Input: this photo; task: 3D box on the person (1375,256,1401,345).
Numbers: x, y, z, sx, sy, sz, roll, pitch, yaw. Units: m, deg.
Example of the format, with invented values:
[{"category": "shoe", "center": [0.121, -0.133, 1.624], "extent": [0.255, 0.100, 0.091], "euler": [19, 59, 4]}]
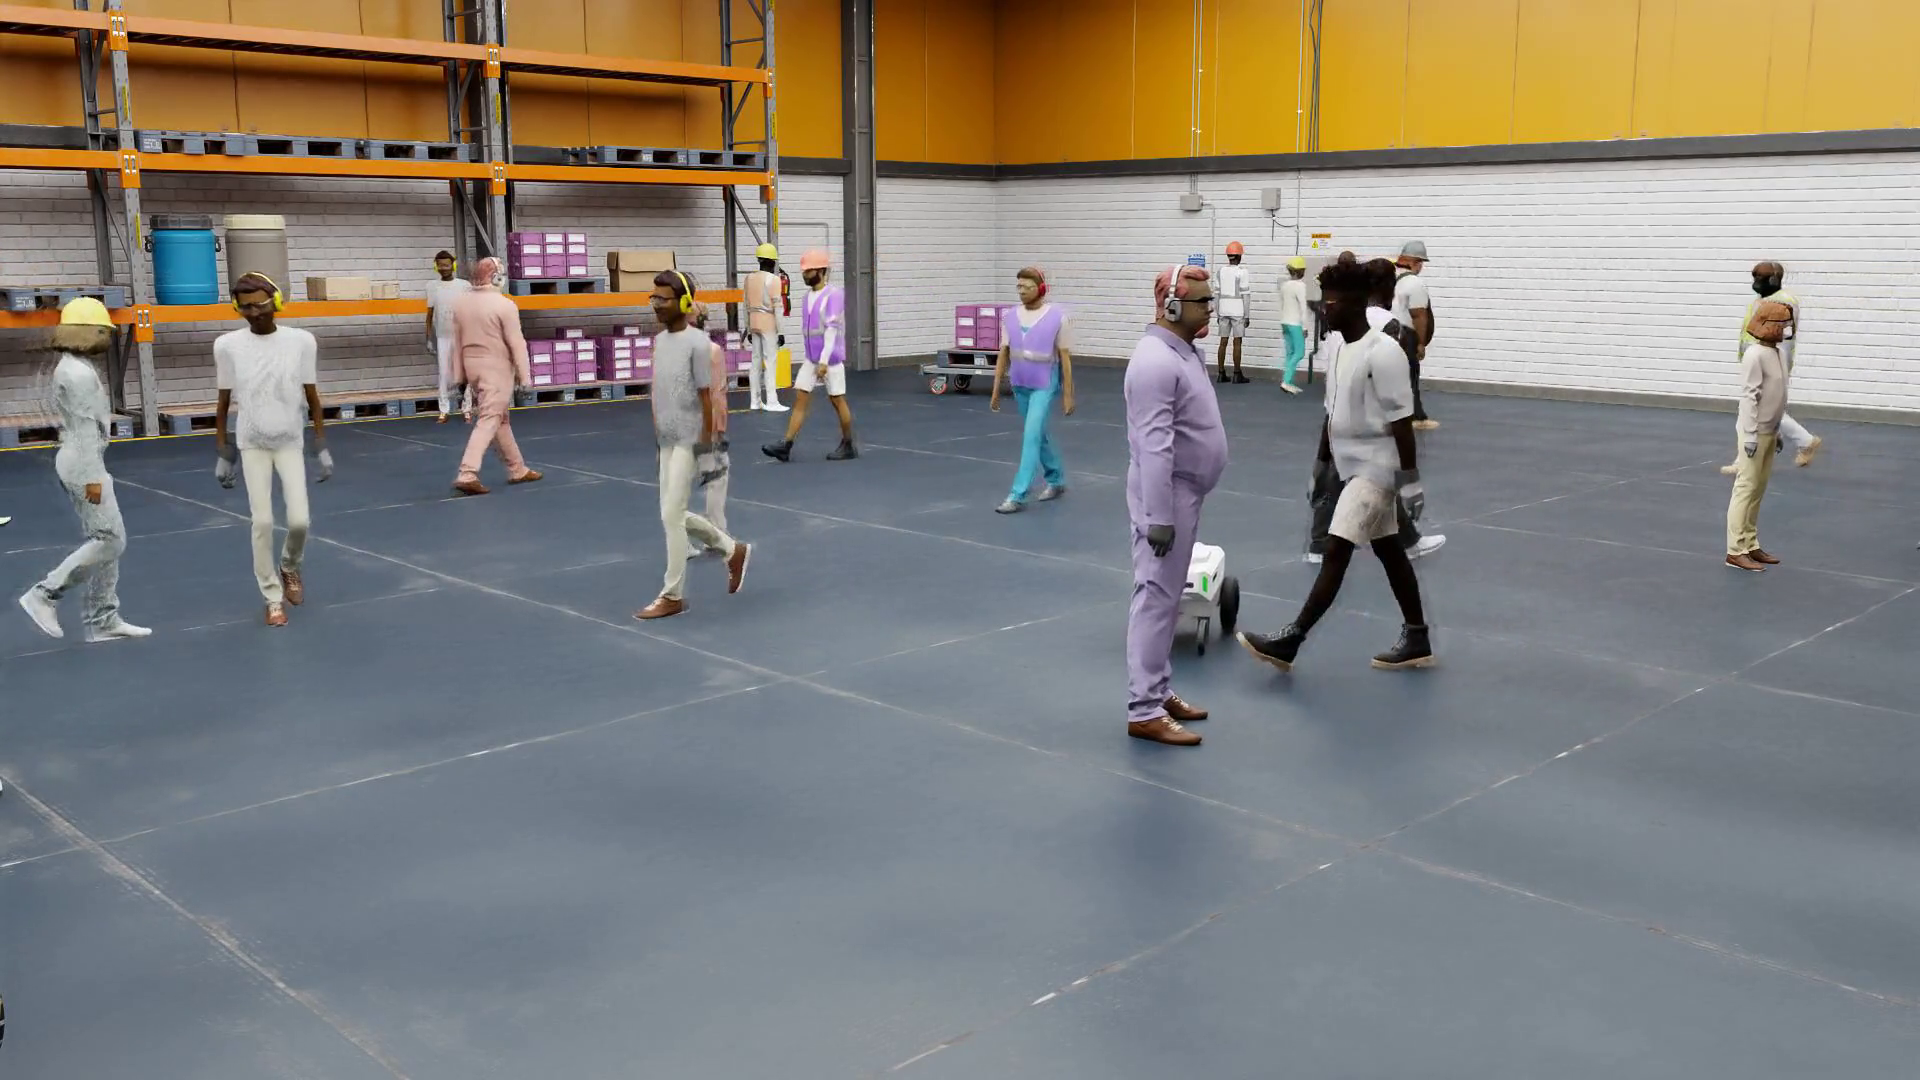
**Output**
[{"category": "person", "center": [4.000, -1.815, 16.048], "extent": [0.404, 1.824, 0.586], "euler": [-9, 13, -39]}]

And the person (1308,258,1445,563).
[{"category": "person", "center": [2.583, -0.792, 10.314], "extent": [0.952, 1.872, 0.616], "euler": [-4, 11, -23]}]

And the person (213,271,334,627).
[{"category": "person", "center": [-3.585, -0.476, 8.676], "extent": [0.582, 1.843, 0.471], "euler": [-5, 11, -25]}]

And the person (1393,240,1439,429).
[{"category": "person", "center": [4.526, -2.125, 17.133], "extent": [1.028, 2.000, 0.682], "euler": [-2, 11, -11]}]

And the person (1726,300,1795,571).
[{"category": "person", "center": [4.889, -0.638, 10.133], "extent": [0.279, 1.633, 0.500], "euler": [10, 14, 42]}]

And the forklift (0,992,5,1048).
[{"category": "forklift", "center": [-3.245, 0.323, 3.363], "extent": [2.313, 2.155, 1.214], "euler": [2, 11, 13]}]

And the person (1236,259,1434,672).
[{"category": "person", "center": [1.769, -0.318, 7.635], "extent": [1.026, 1.902, 0.627], "euler": [-1, 10, -6]}]

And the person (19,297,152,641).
[{"category": "person", "center": [-4.343, -0.330, 8.193], "extent": [0.476, 1.719, 0.496], "euler": [-5, 12, -27]}]

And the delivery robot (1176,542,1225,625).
[{"category": "delivery robot", "center": [1.125, 0.183, 8.347], "extent": [0.477, 0.478, 0.707], "euler": [3, 11, 15]}]

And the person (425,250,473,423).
[{"category": "person", "center": [-5.496, -2.187, 17.977], "extent": [0.538, 1.860, 0.327], "euler": [-2, 11, -11]}]

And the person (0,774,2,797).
[{"category": "person", "center": [-3.637, 0.026, 5.742], "extent": [0.381, 1.917, 0.584], "euler": [2, 11, 12]}]

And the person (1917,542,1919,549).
[{"category": "person", "center": [6.596, -0.744, 10.639], "extent": [0.805, 1.658, 0.534], "euler": [-2, 11, -11]}]

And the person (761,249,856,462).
[{"category": "person", "center": [-1.317, -1.615, 14.765], "extent": [0.962, 1.891, 0.549], "euler": [-10, 14, -44]}]

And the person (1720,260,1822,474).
[{"category": "person", "center": [6.857, -1.435, 13.978], "extent": [0.667, 1.824, 0.635], "euler": [0, 10, 1]}]

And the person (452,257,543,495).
[{"category": "person", "center": [-3.703, -1.305, 13.184], "extent": [0.669, 1.859, 1.010], "euler": [7, 12, 33]}]

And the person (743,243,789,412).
[{"category": "person", "center": [-2.232, -2.439, 19.152], "extent": [0.591, 1.925, 0.385], "euler": [9, 14, 40]}]

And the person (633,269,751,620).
[{"category": "person", "center": [-1.437, -0.517, 8.906], "extent": [0.735, 1.849, 0.517], "euler": [-9, 14, -41]}]

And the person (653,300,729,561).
[{"category": "person", "center": [-1.646, -0.692, 10.432], "extent": [0.540, 1.619, 0.560], "euler": [3, 11, 18]}]

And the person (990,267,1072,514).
[{"category": "person", "center": [0.546, -1.129, 12.387], "extent": [0.598, 1.796, 0.986], "euler": [8, 13, 38]}]

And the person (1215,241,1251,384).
[{"category": "person", "center": [3.745, -3.113, 22.791], "extent": [0.545, 1.942, 0.354], "euler": [9, 14, 41]}]

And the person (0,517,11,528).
[{"category": "person", "center": [-6.783, -0.803, 10.780], "extent": [0.924, 1.714, 0.545], "euler": [-5, 12, -26]}]

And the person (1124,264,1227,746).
[{"category": "person", "center": [0.872, -0.147, 6.716], "extent": [0.400, 1.907, 0.644], "euler": [3, 11, 15]}]

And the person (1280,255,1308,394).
[{"category": "person", "center": [4.284, -2.754, 21.349], "extent": [0.361, 1.777, 0.536], "euler": [-4, 11, -19]}]

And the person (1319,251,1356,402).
[{"category": "person", "center": [4.621, -2.547, 19.992], "extent": [0.624, 1.838, 0.430], "euler": [0, 10, 1]}]
